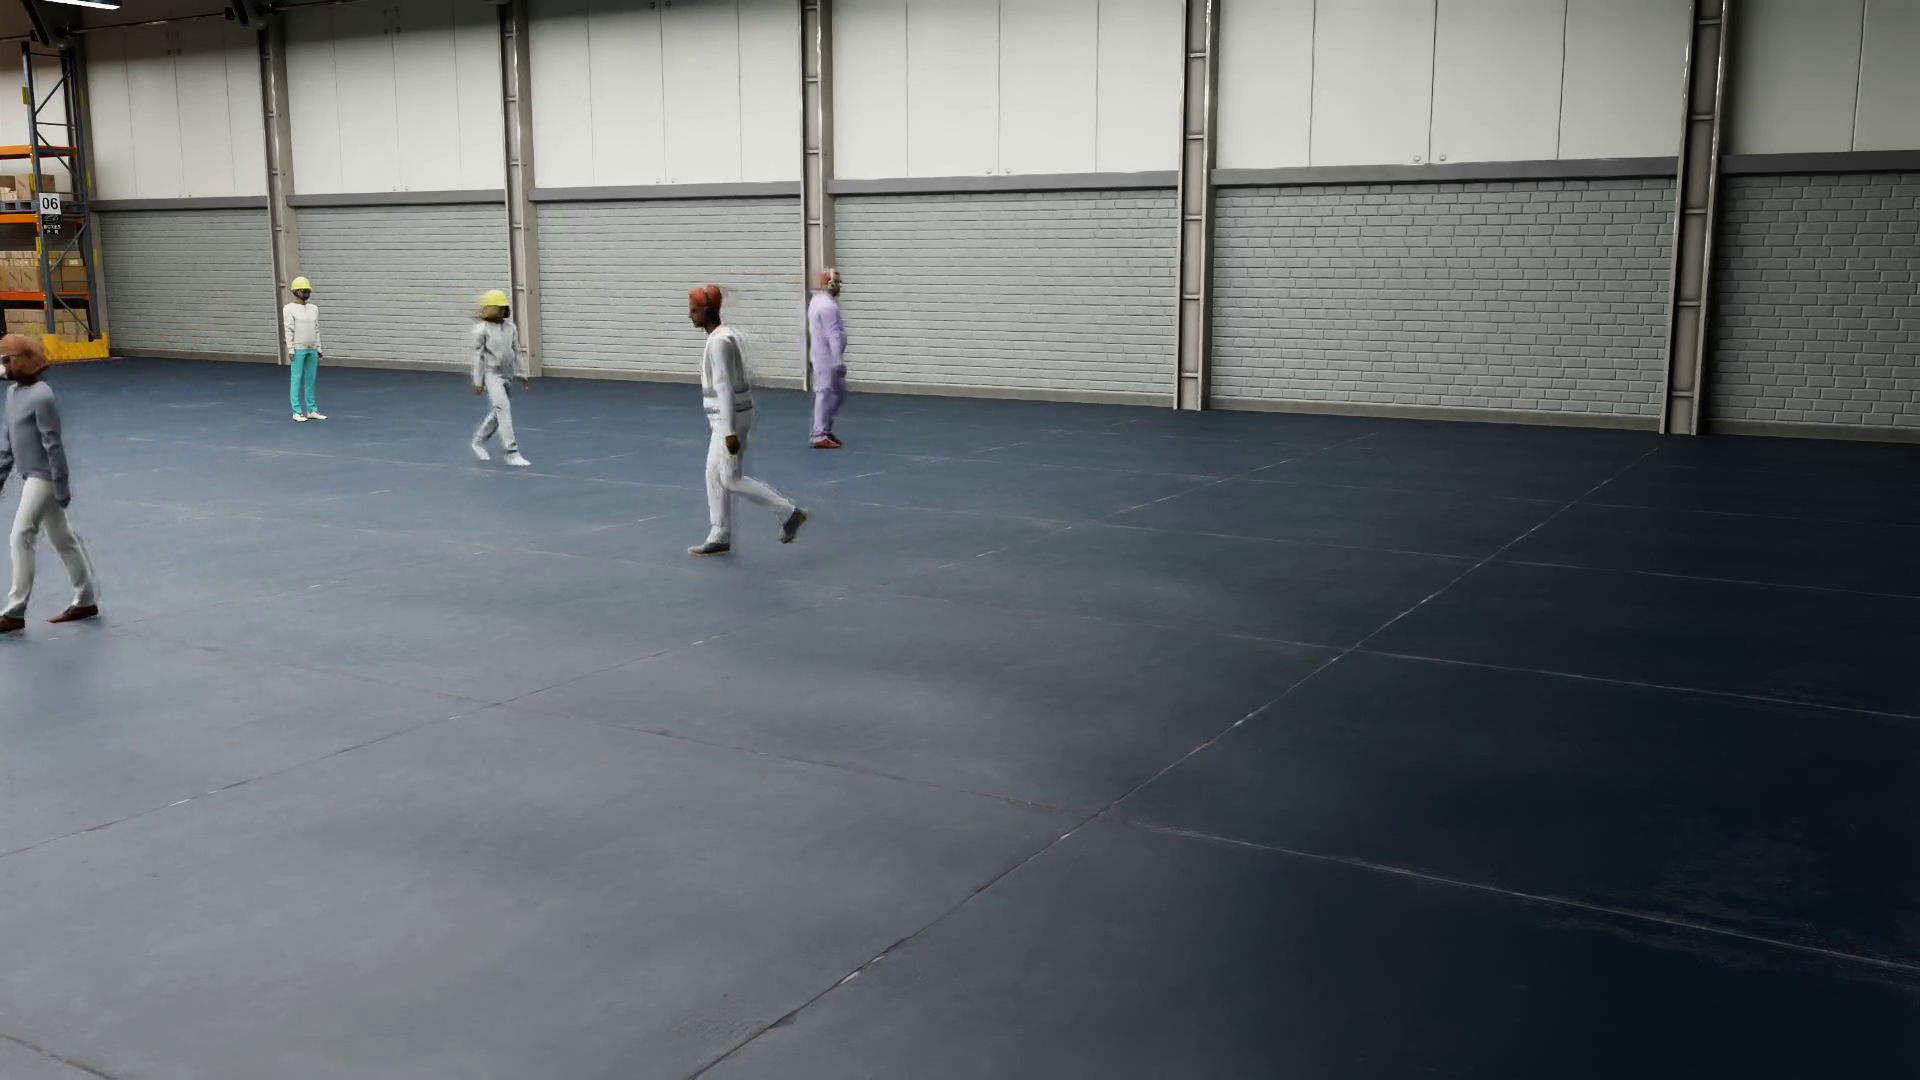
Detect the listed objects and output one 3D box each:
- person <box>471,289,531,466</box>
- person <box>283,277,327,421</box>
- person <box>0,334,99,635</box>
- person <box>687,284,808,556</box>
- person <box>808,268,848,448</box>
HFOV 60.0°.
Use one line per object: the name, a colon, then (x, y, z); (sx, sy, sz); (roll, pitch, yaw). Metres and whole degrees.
person: (-4.540, -1.588, 16.211); (0.852, 1.710, 0.498); (6, 11, 30)
person: (-8.077, -2.349, 20.488); (0.301, 1.772, 0.525); (4, 11, 24)
person: (-5.072, -0.297, 8.969); (0.763, 1.605, 0.520); (-9, 13, -42)
person: (-1.453, -0.793, 11.173); (0.717, 1.854, 0.585); (-2, 10, -9)
person: (-1.356, -1.900, 17.491); (0.493, 1.888, 0.660); (-2, 10, -11)
